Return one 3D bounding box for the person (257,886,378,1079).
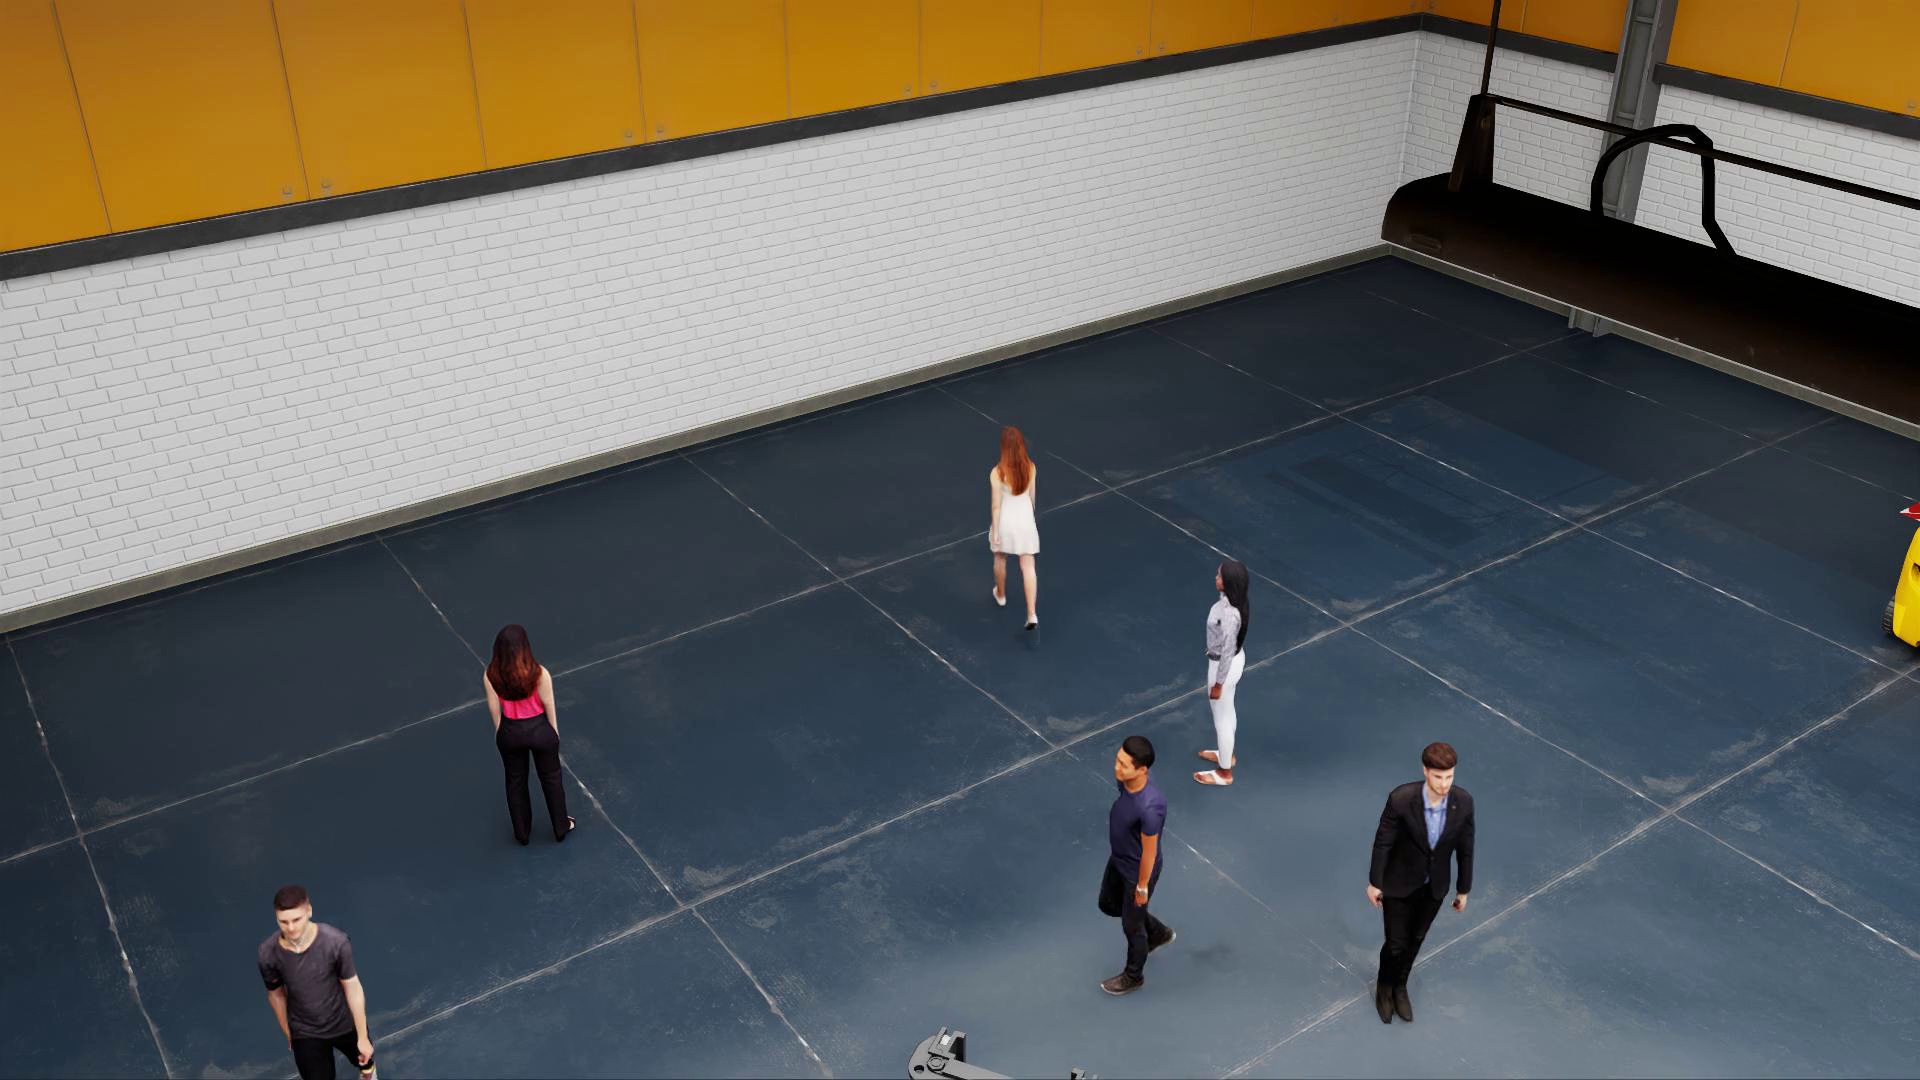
[{"bbox_3d":[-3.234,2.441,8.571,0.912,1.727,1.256,-7,29,-13],"label":"person"}]

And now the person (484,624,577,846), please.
[{"bbox_3d":[-2.806,1.263,10.802,0.658,1.660,0.679,-1,29,-2],"label":"person"}]

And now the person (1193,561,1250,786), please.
[{"bbox_3d":[1.817,0.896,11.408,0.702,1.724,0.666,8,30,14],"label":"person"}]

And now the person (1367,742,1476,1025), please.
[{"bbox_3d":[2.564,1.875,9.447,0.820,1.884,0.822,-2,29,-4],"label":"person"}]

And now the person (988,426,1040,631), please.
[{"bbox_3d":[0.463,-0.076,13.232,0.873,1.683,1.168,-5,29,-9],"label":"person"}]

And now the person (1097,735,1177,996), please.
[{"bbox_3d":[1.092,1.859,9.585,0.812,1.779,0.771,-10,30,-18],"label":"person"}]
